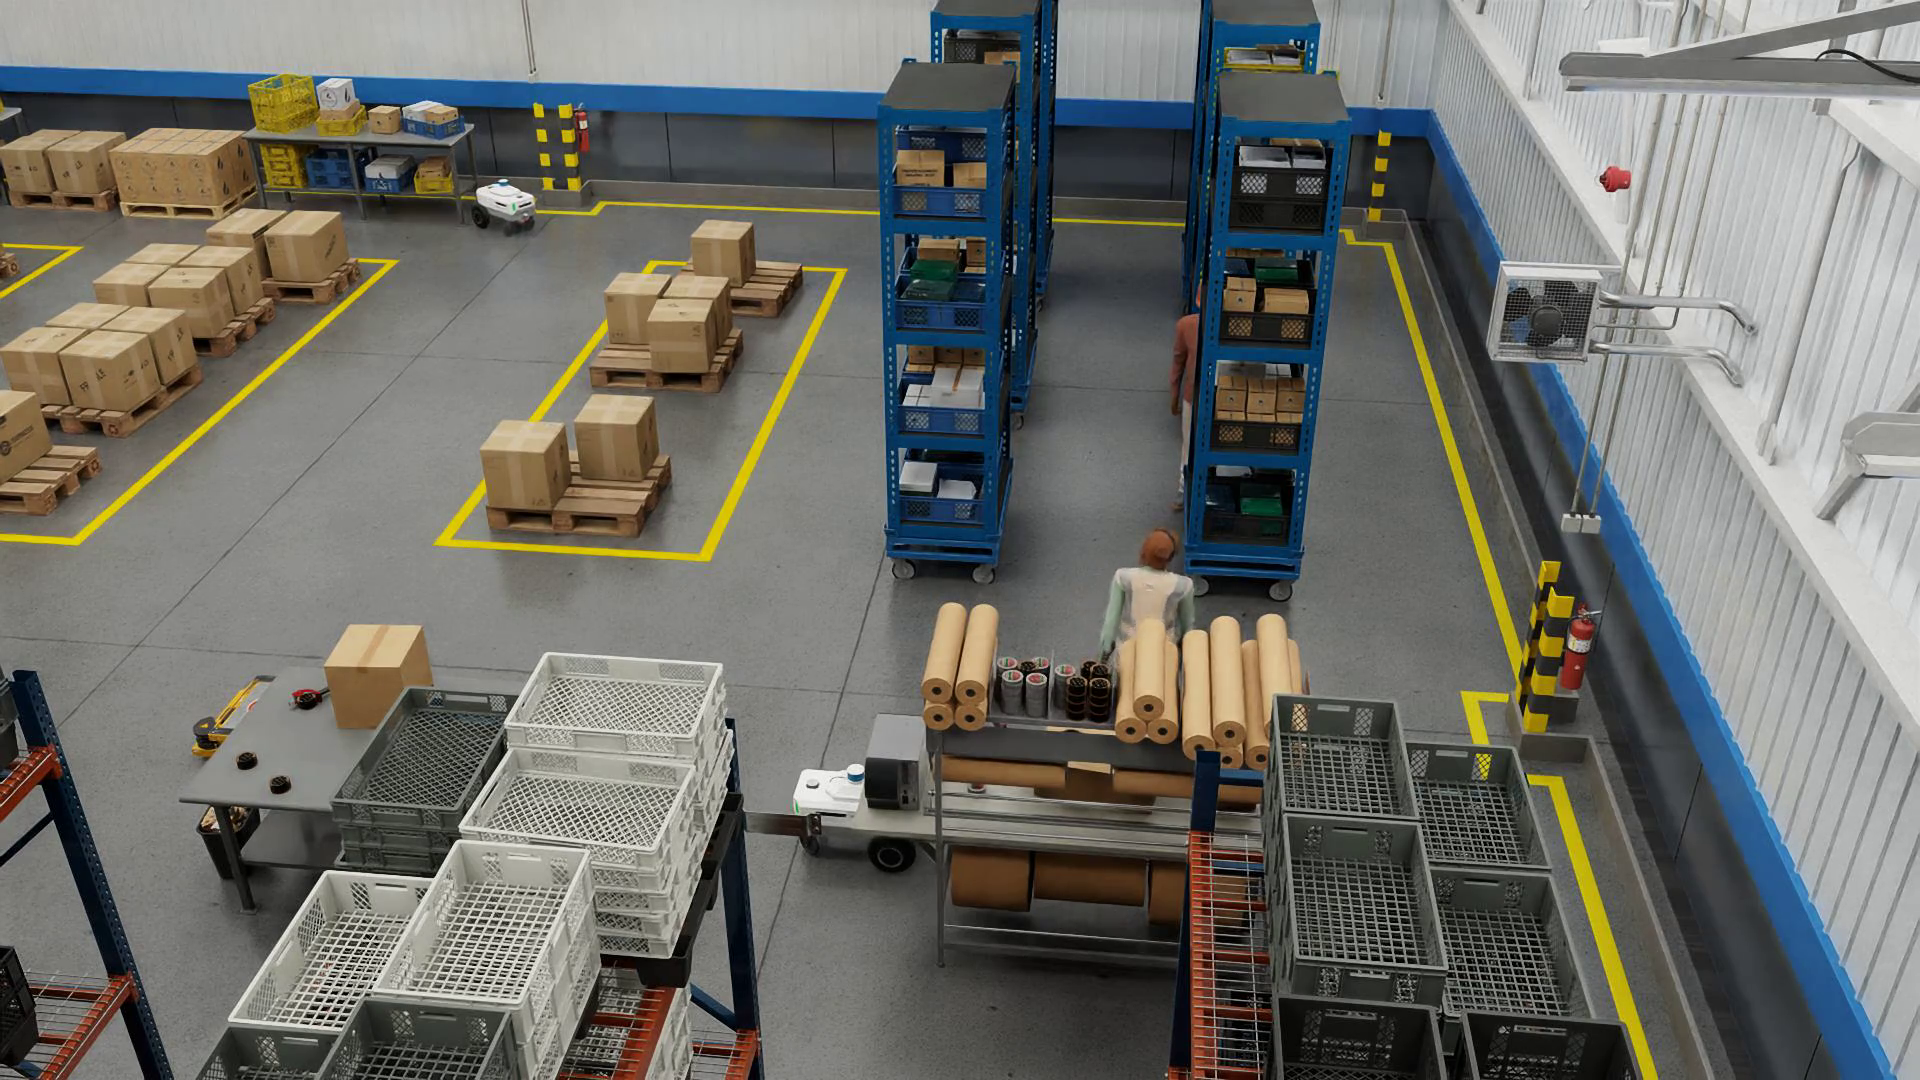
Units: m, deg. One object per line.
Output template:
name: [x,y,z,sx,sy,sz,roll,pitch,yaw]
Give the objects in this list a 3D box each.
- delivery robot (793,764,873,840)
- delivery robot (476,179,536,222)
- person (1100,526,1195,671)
delivery robot: [-0.600,1.522,9.662,0.707,0.478,0.477,4,31,6]
delivery robot: [-5.158,-3.853,18.894,0.707,0.478,0.477,22,37,33]
person: [1.144,0.673,10.187,0.536,1.585,0.916,9,31,15]
